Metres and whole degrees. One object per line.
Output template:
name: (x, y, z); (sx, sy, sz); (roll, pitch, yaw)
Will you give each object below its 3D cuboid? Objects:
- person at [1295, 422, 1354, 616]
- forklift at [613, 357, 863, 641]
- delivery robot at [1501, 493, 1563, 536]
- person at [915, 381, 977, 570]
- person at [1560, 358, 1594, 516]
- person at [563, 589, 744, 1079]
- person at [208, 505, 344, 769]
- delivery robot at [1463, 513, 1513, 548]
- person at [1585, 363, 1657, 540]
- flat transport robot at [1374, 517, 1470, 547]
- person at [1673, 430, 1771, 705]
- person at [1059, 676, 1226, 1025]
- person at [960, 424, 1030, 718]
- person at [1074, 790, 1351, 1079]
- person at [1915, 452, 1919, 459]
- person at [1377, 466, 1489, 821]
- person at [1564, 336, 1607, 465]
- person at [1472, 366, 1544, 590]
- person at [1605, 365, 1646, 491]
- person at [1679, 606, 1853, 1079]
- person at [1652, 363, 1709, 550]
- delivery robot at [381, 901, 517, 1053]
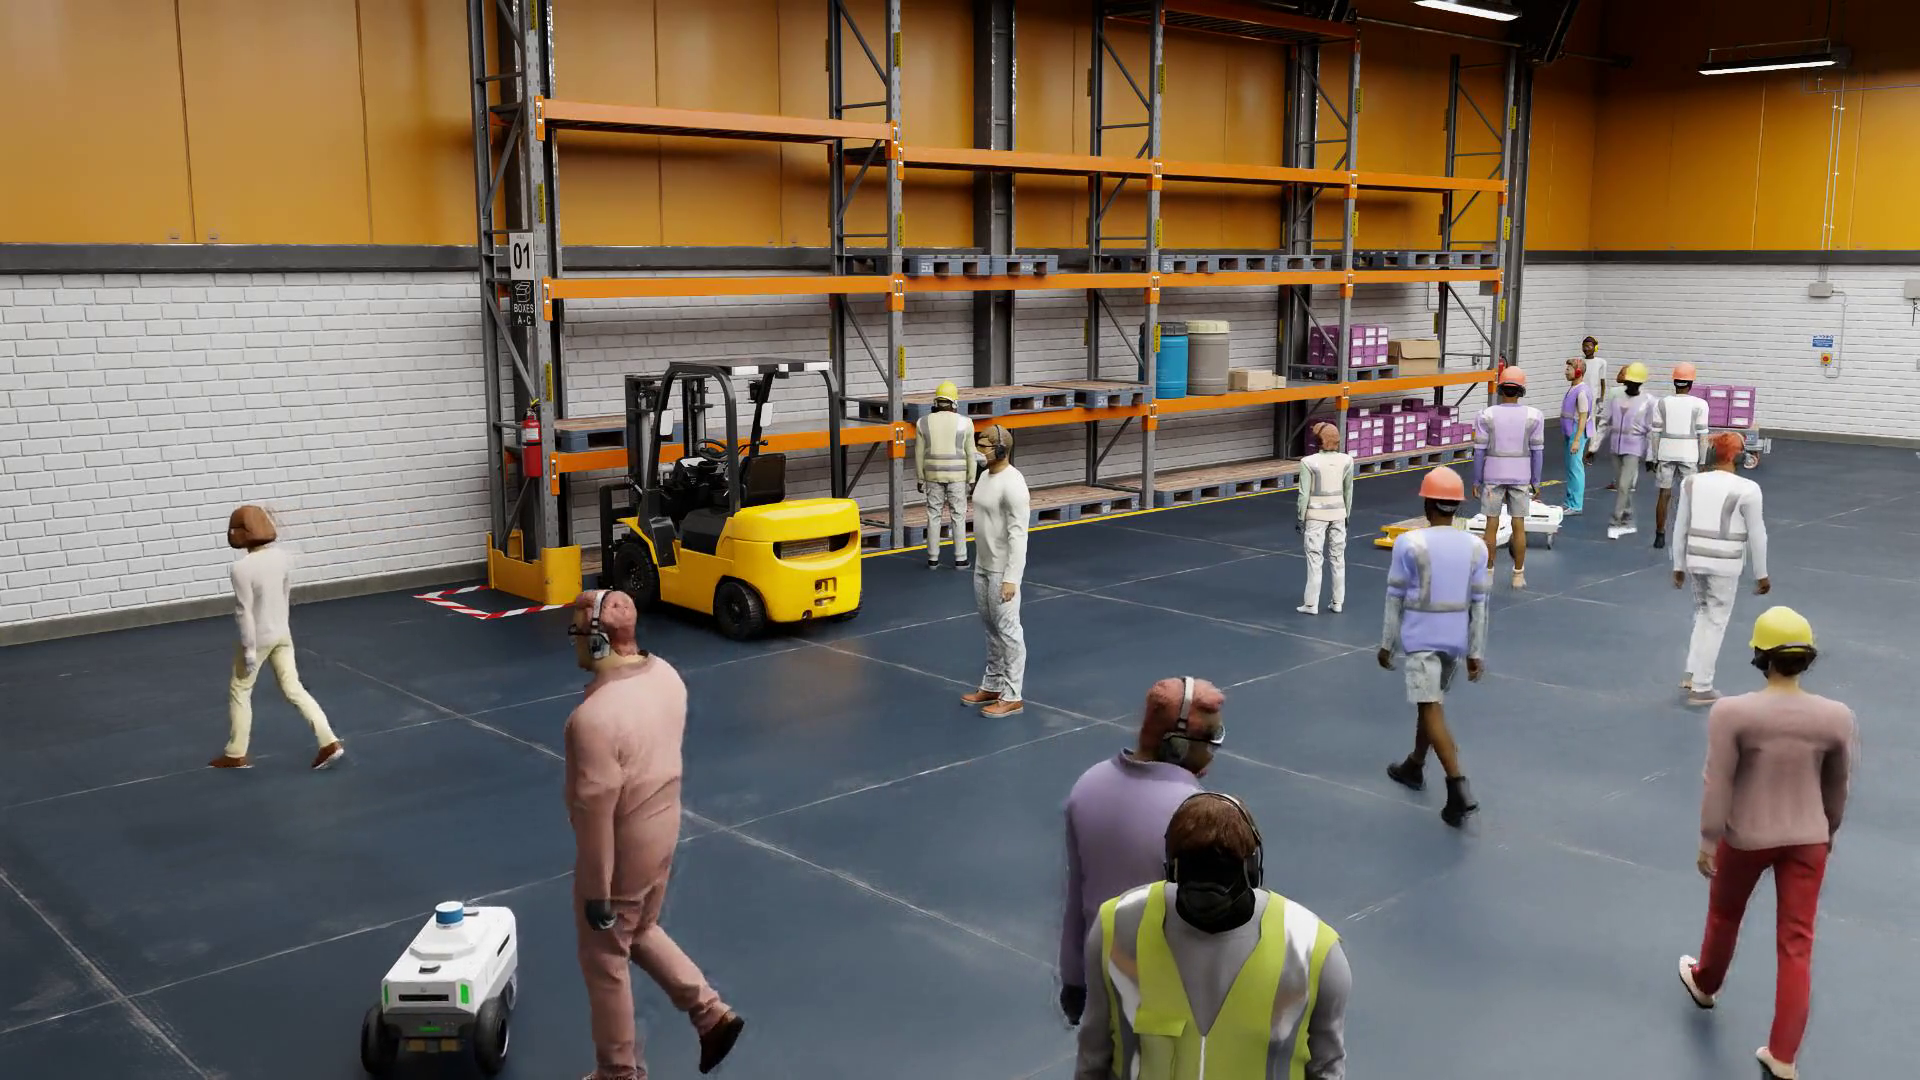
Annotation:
person: (3.085, -0.177, 14.076); (0.517, 1.645, 0.307); (-3, 10, -17)
forklift: (-1.847, -0.414, 13.852); (1.214, 2.155, 2.313); (-9, 13, -42)
delivery robot: (5.933, -0.250, 17.411); (0.707, 0.478, 0.477); (3, 10, 15)
person: (-0.132, -0.619, 16.111); (0.602, 1.830, 0.404); (1, 10, 7)
person: (7.201, -1.198, 19.463); (0.390, 1.846, 0.565); (1, 10, 8)
person: (-1.134, 1.099, 5.878); (0.550, 1.888, 0.657); (3, 10, 18)
person: (-4.052, 0.583, 9.776); (0.836, 1.600, 0.511); (3, 10, 16)
delivery robot: (5.288, -0.118, 16.618); (0.477, 0.478, 0.707); (6, 12, 34)
person: (7.150, -0.966, 17.943); (0.572, 1.896, 0.697); (-6, 11, -31)
flat transport robot: (5.016, -0.086, 17.554); (0.652, 0.197, 1.431); (9, 13, 41)
person: (5.156, 0.191, 11.267); (0.524, 1.864, 0.570); (-5, 11, -27)
person: (0.631, 1.296, 4.812); (0.524, 1.868, 0.667); (-6, 11, -31)
person: (0.245, 0.200, 11.008); (0.373, 1.940, 0.628); (-4, 10, -21)
person: (0.565, 1.471, 3.851); (0.627, 1.844, 0.429); (2, 10, 13)
person: (14.556, -1.991, 24.263); (0.945, 1.792, 0.635); (4, 11, 23)
person: (2.645, 0.550, 9.123); (0.540, 1.897, 0.987); (-3, 10, -16)
person: (9.149, -2.036, 24.296); (0.519, 1.874, 0.326); (8, 12, 38)
person: (4.981, -0.562, 15.164); (0.608, 2.044, 0.378); (2, 10, 14)
person: (8.605, -1.446, 21.531); (0.498, 1.634, 0.280); (-1, 10, -4)
person: (3.062, 1.098, 6.342); (0.553, 1.721, 0.868); (1, 10, 8)
person: (7.446, -0.863, 17.233); (0.545, 1.939, 0.354); (6, 11, 31)
delivery robot: (-1.950, 1.633, 6.388); (0.477, 0.478, 0.707); (0, 10, 0)
